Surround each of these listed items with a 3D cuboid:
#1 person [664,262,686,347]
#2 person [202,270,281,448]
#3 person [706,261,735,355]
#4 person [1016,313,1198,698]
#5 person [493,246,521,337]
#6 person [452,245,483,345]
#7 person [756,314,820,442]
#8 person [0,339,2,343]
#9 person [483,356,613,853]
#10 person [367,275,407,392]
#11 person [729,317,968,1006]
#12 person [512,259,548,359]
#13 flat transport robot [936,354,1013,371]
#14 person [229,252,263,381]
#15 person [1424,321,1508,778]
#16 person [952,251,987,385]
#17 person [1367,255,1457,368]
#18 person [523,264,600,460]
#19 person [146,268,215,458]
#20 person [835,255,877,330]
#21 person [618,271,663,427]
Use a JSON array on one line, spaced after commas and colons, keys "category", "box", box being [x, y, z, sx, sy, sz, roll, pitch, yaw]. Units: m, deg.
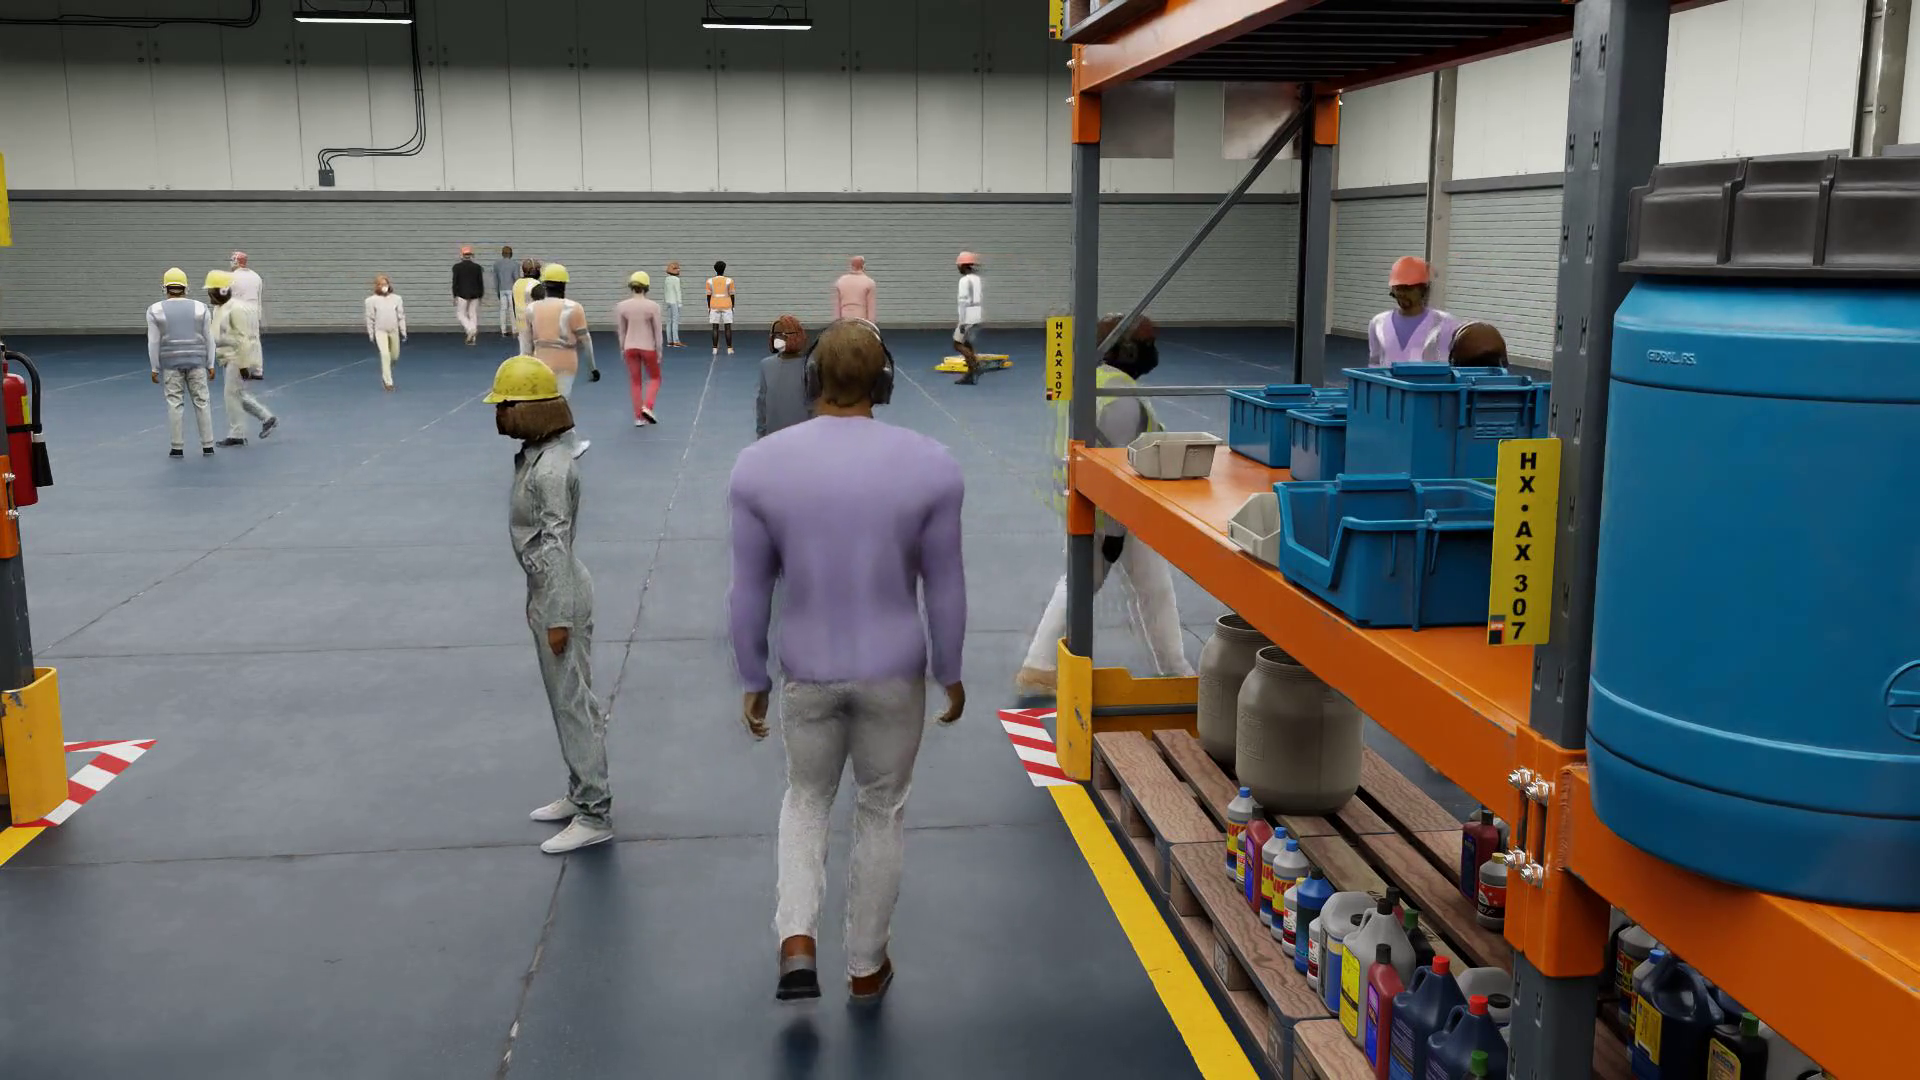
[{"category": "person", "box": [-5.581, -4.591, 32.456, 0.283, 1.634, 0.498, -8, 13, -39]}, {"category": "person", "box": [-7.355, -1.858, 17.005, 0.632, 1.804, 0.630, -8, 13, -38]}, {"category": "person", "box": [-4.331, -4.202, 30.154, 0.535, 1.697, 0.318, 0, 10, -2]}, {"category": "person", "box": [0.703, -0.136, 7.594, 0.954, 1.799, 0.627, -1, 10, -8]}, {"category": "person", "box": [-9.612, -5.285, 35.426, 0.635, 1.937, 0.359, 3, 11, 17]}, {"category": "person", "box": [-9.655, -4.803, 32.674, 0.639, 1.975, 0.484, -9, 13, -39]}, {"category": "person", "box": [-1.117, -0.647, 10.838, 0.500, 1.633, 0.285, 5, 12, 27]}, {"category": "person", "box": [-18.812, -4.684, 31.852, 0.698, 2.000, 0.951, -2, 11, -11]}, {"category": "person", "box": [-1.442, 0.220, 5.834, 0.379, 1.732, 0.498, -4, 11, -20]}, {"category": "person", "box": [-7.986, -2.877, 23.109, 0.502, 1.614, 0.650, -8, 13, -38]}, {"category": "person", "box": [-0.298, 0.361, 4.519, 0.633, 1.920, 0.483, 1, 10, 6]}, {"category": "person", "box": [-5.643, -2.784, 21.983, 0.624, 1.844, 0.430, 10, 14, 44]}, {"category": "flat transport robot", "box": [0.239, -2.848, 26.638, 0.652, 0.197, 1.431, 5, 12, 28]}, {"category": "person", "box": [-10.644, -3.313, 24.688, 0.409, 1.913, 0.651, 3, 11, 17]}, {"category": "person", "box": [1.992, 0.044, 6.558, 0.649, 1.814, 0.475, -2, 11, -11]}, {"category": "person", "box": [0.124, -3.174, 23.902, 0.464, 1.920, 0.560, 5, 11, 25]}, {"category": "person", "box": [3.011, -0.878, 11.057, 0.620, 2.016, 0.790, 7, 13, 35]}, {"category": "person", "box": [-3.710, -1.621, 15.513, 0.591, 1.873, 0.997, 4, 11, 20]}, {"category": "person", "box": [-7.517, -1.704, 16.080, 0.589, 1.834, 0.403, -6, 12, -31]}, {"category": "person", "box": [-1.529, -3.126, 23.790, 0.645, 1.882, 0.784, 4, 11, 21]}, {"category": "person", "box": [-3.580, -2.142, 18.717, 0.525, 1.755, 0.358, 1, 10, 8]}]
